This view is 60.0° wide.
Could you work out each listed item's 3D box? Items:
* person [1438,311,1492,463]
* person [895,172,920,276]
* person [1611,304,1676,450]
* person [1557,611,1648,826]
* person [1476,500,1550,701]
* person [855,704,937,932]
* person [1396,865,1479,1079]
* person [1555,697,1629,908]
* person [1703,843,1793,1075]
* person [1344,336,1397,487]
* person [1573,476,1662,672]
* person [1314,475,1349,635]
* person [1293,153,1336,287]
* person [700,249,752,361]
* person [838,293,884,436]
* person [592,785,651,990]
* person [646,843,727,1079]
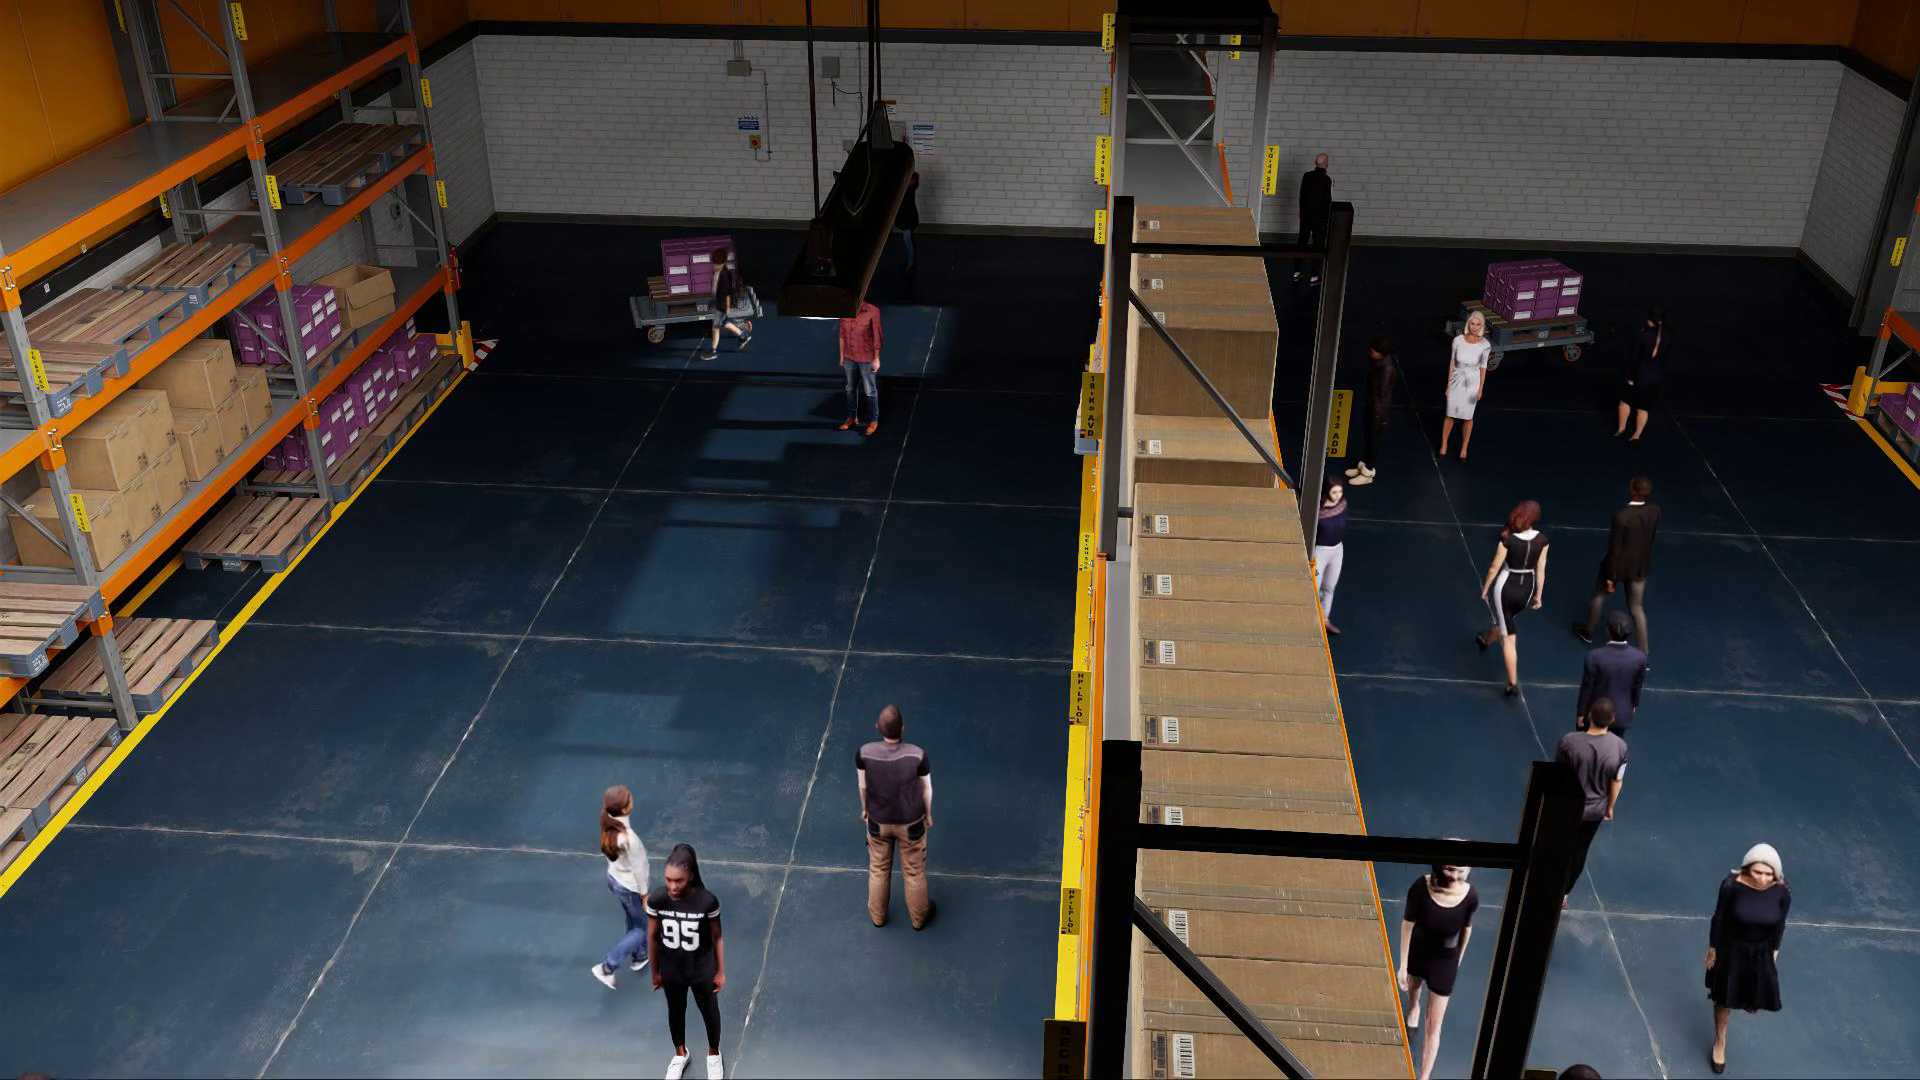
[{"bbox_3d":[5.523,-1.700,18.223,0.618,1.749,0.600,11,30,19],"label":"person"},{"bbox_3d":[-0.743,-4.599,23.656,0.671,1.636,0.516,2,29,4],"label":"person"},{"bbox_3d":[7.637,-1.781,18.462,0.773,1.663,0.754,-5,29,-8],"label":"person"},{"bbox_3d":[4.926,1.392,12.629,0.711,1.678,1.107,1,29,3],"label":"person"},{"bbox_3d":[4.716,0.558,14.088,0.749,1.745,1.197,-2,29,-4],"label":"person"},{"bbox_3d":[-0.448,1.913,11.505,0.688,1.840,0.594,4,29,8],"label":"person"},{"bbox_3d":[2.929,2.559,10.391,0.746,1.772,1.235,8,30,14],"label":"person"},{"bbox_3d":[4.322,1.905,11.611,0.693,1.752,0.772,5,29,10],"label":"person"},{"bbox_3d":[4.875,2.561,10.429,0.675,1.733,0.784,5,29,9],"label":"person"},{"bbox_3d":[4.454,-1.393,17.755,0.657,1.659,0.595,16,32,26],"label":"person"},{"bbox_3d":[5.882,0.314,14.520,0.915,1.758,1.264,-7,29,-12],"label":"person"},{"bbox_3d":[3.287,0.139,14.998,0.691,1.609,0.715,-14,32,-24],"label":"person"},{"bbox_3d":[4.948,-4.494,23.256,0.760,1.834,0.784,22,36,35],"label":"person"},{"bbox_3d":[-2.946,-2.976,20.905,0.960,1.421,0.972,-14,32,-24],"label":"person"},{"bbox_3d":[-1.132,-2.100,18.872,0.753,1.831,0.685,13,31,22],"label":"person"},{"bbox_3d":[-2.264,2.329,11.050,0.818,1.546,0.905,26,38,38],"label":"person"},{"bbox_3d":[-1.679,2.639,10.289,0.620,1.729,0.578,1,29,1],"label":"person"}]
